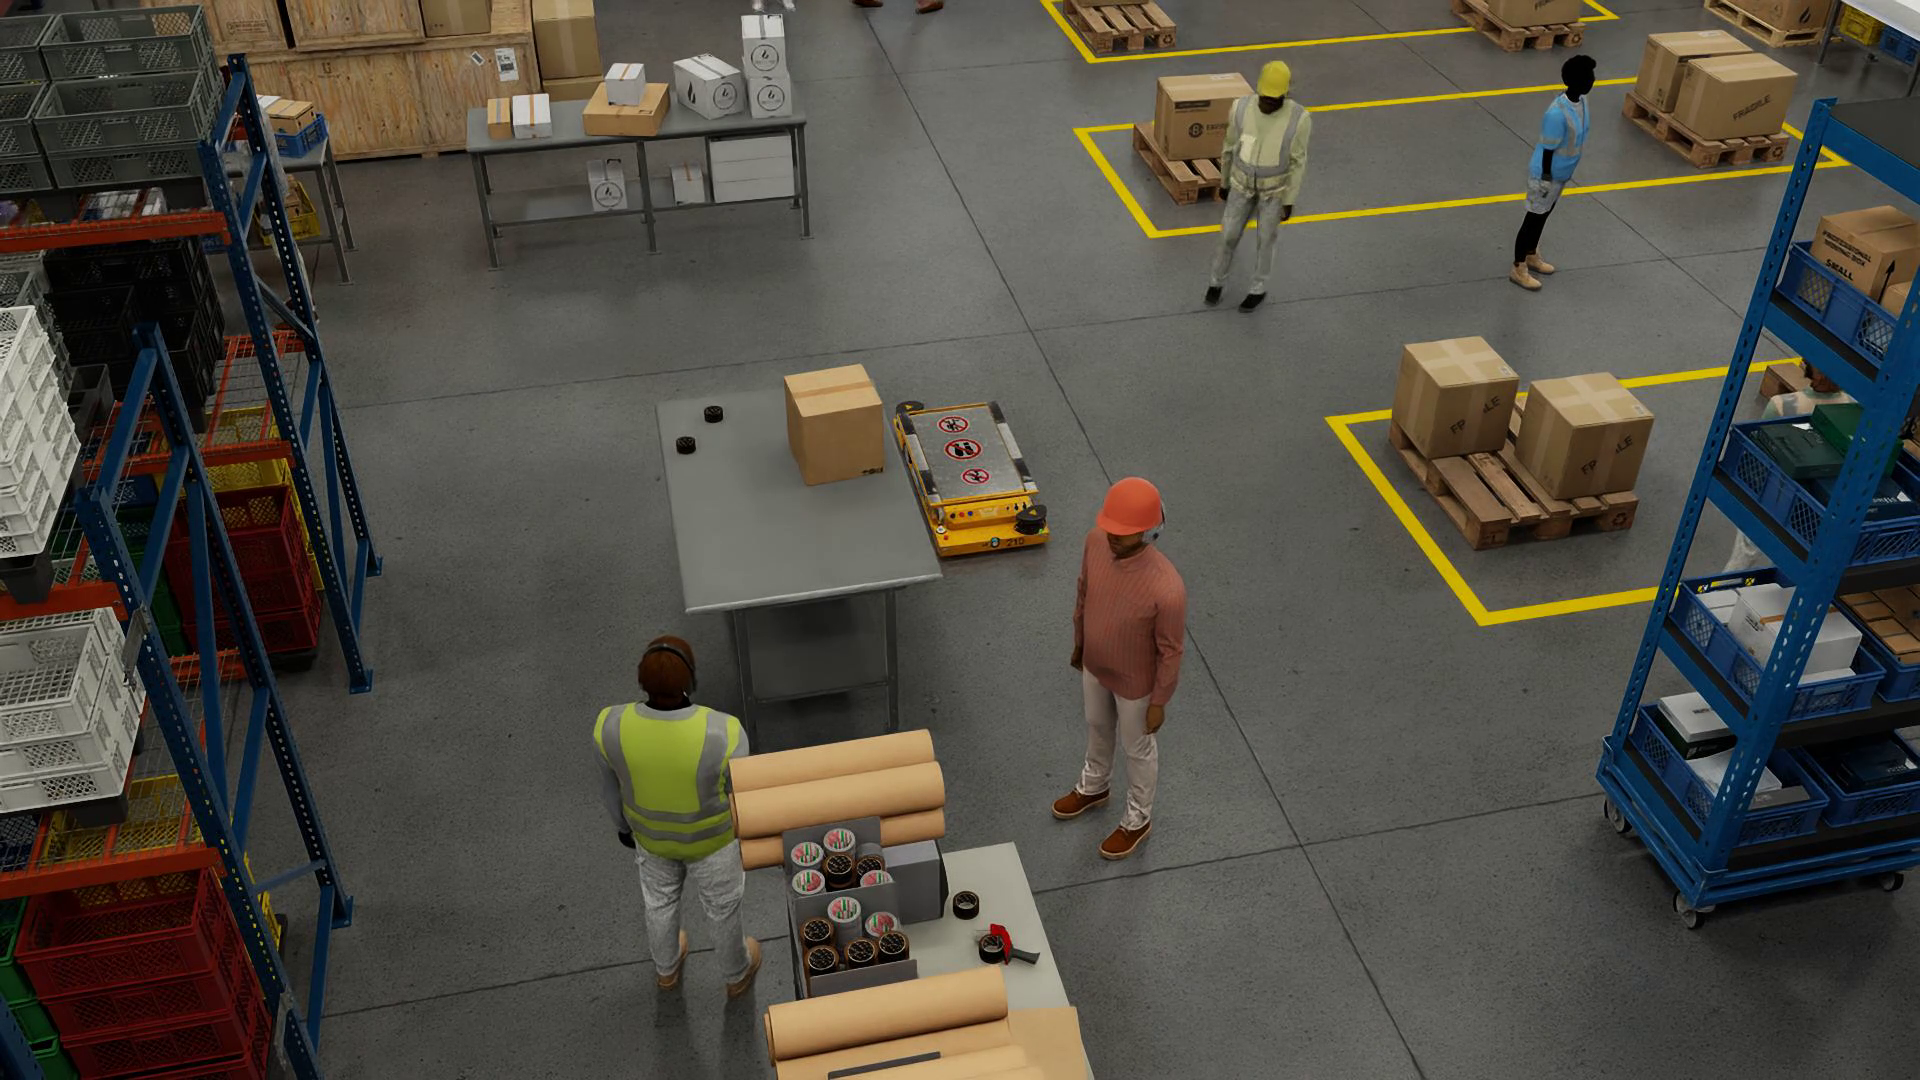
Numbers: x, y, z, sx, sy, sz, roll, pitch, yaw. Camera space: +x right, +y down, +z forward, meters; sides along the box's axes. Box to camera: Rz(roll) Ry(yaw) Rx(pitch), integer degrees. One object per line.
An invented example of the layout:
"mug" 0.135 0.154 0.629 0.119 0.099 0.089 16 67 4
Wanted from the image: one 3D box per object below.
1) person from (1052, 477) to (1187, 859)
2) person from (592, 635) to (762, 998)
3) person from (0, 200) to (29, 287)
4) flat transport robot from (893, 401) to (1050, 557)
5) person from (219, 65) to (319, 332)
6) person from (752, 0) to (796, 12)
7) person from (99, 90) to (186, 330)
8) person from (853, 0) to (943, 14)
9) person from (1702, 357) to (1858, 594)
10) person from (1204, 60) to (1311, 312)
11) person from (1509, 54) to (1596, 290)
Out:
"person" 0.706 0.558 7.345 0.372 1.997 0.620 -25 43 -29
"person" -1.098 1.141 6.700 0.631 1.836 0.429 4 37 6
"person" -6.492 -2.123 11.017 0.639 1.916 0.750 27 44 31
"flat transport robot" 0.046 -0.430 10.108 0.652 0.197 1.431 -8 37 -10
"person" -4.729 -2.325 11.326 0.325 1.871 0.517 -12 38 -16
"person" -1.904 -6.271 16.622 0.641 1.923 0.549 -10 38 -14
"person" -5.604 -2.202 11.181 0.497 1.867 0.582 -5 37 -6
"person" -0.648 -6.206 16.552 0.711 1.866 0.711 -25 43 -30
"person" 4.371 -0.306 8.811 0.509 1.631 0.310 -3 37 -4
"person" 2.068 -2.447 11.535 0.603 1.815 0.474 13 39 17
"person" 4.247 -2.637 11.888 0.321 1.696 0.530 24 43 29
